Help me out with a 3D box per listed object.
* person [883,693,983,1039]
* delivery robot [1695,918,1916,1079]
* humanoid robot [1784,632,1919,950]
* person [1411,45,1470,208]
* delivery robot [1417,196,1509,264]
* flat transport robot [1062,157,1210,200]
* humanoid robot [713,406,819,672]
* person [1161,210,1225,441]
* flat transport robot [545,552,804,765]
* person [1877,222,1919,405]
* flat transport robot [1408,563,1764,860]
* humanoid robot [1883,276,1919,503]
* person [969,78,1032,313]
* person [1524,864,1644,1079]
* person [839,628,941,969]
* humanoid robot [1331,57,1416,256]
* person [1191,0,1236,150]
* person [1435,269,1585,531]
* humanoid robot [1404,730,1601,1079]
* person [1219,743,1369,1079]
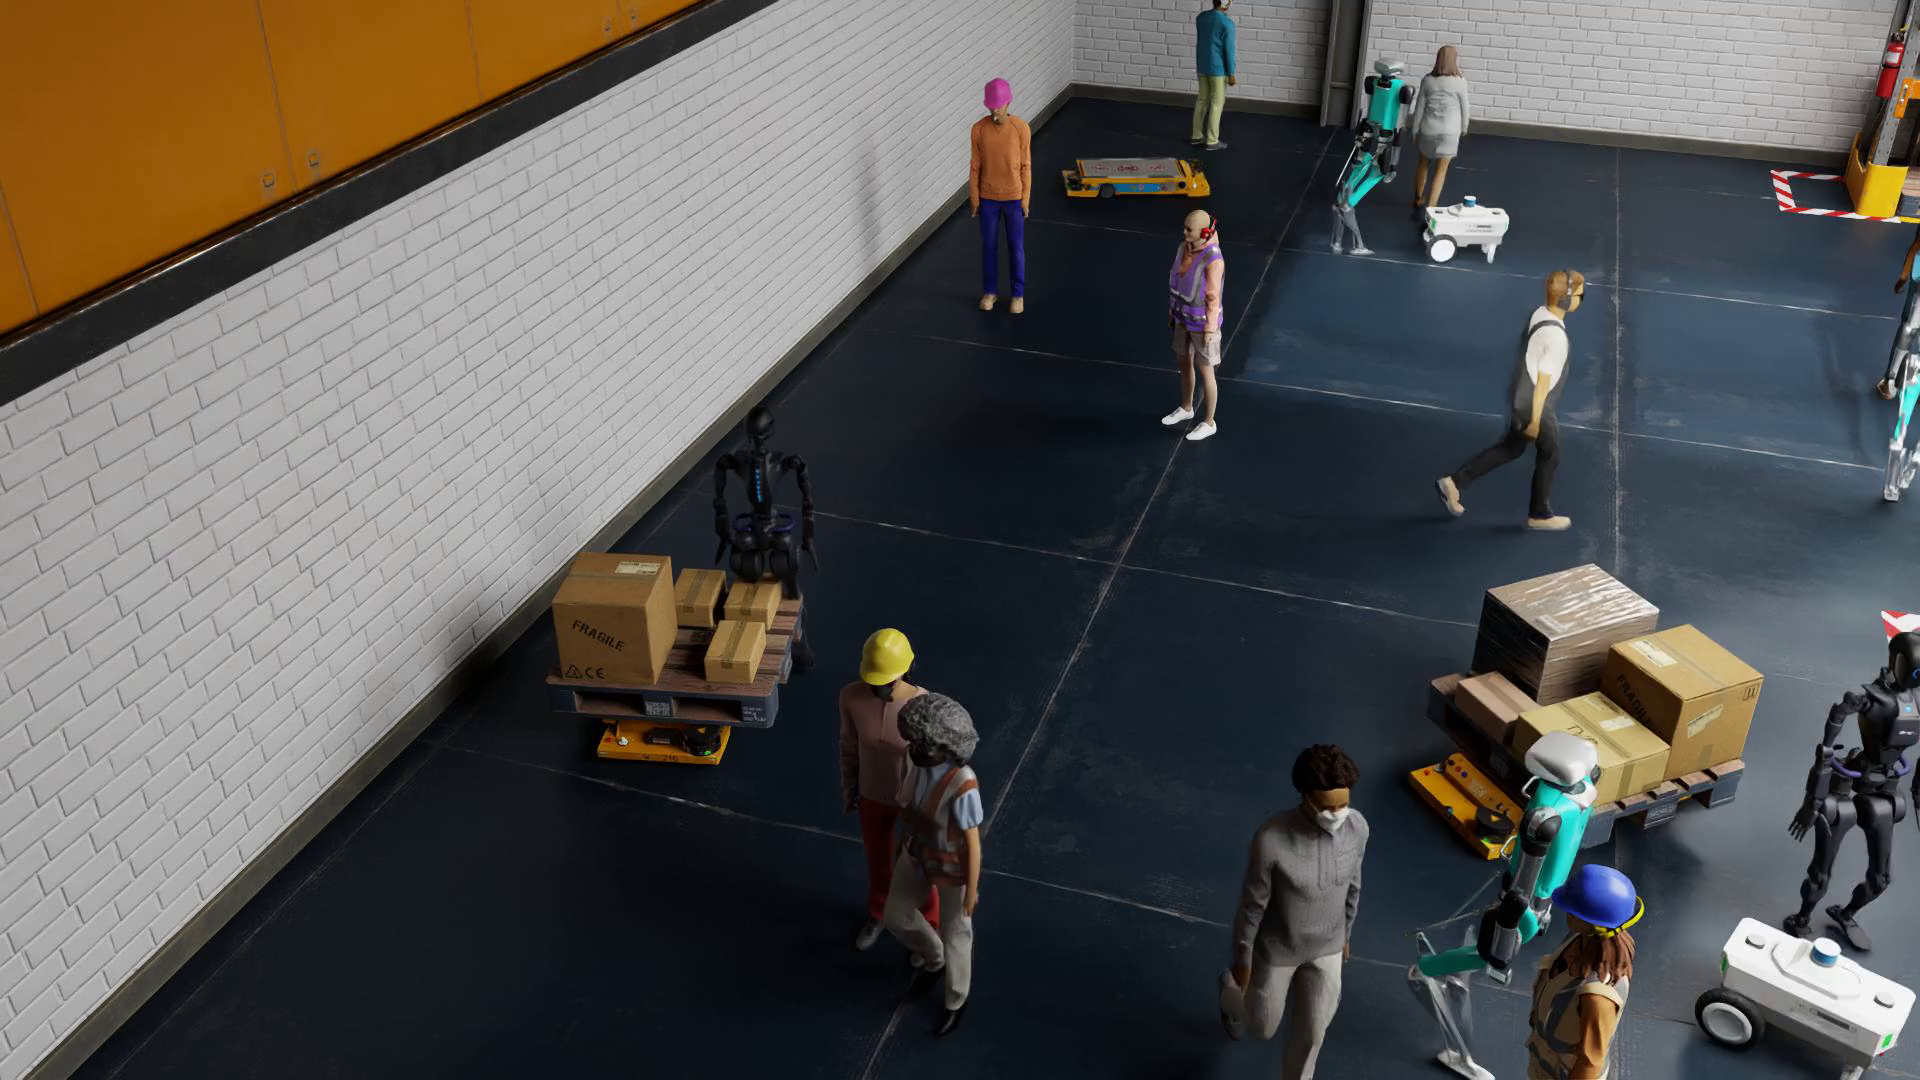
[{"bbox_3d":[-0.094,1.344,6.938,0.336,1.679,0.496,-26,39,-36],"label":"person"},{"bbox_3d":[3.575,1.932,7.071,0.781,0.610,0.516,24,38,34],"label":"delivery robot"},{"bbox_3d":[3.976,1.125,7.314,0.591,1.652,0.327,-2,31,-4],"label":"humanoid robot"},{"bbox_3d":[4.579,-3.909,15.918,0.498,1.631,0.675,14,33,23],"label":"person"},{"bbox_3d":[4.568,-2.822,15.162,0.785,0.613,0.525,1,30,2],"label":"delivery robot"},{"bbox_3d":[1.776,-3.669,16.867,1.431,0.231,0.659,-1,30,-2],"label":"flat transport robot"},{"bbox_3d":[-1.080,0.014,9.220,0.588,1.649,0.324,0,30,-1],"label":"humanoid robot"},{"bbox_3d":[1.675,-1.541,11.849,0.352,1.685,0.487,-16,34,-26],"label":"person"},{"bbox_3d":[-1.527,0.750,9.350,0.659,0.231,1.431,3,31,5],"label":"flat transport robot"},{"bbox_3d":[7.207,-1.893,12.270,0.528,1.866,0.398,17,35,27],"label":"person"},{"bbox_3d":[3.105,1.207,8.572,1.431,0.231,0.659,-12,33,-19],"label":"flat transport robot"},{"bbox_3d":[6.364,-0.993,10.870,0.552,1.783,0.883,13,33,20],"label":"humanoid robot"},{"bbox_3d":[0.331,-2.855,13.808,0.518,1.973,0.403,5,31,8],"label":"person"},{"bbox_3d":[2.148,1.867,5.959,0.306,1.777,0.478,7,31,11],"label":"person"},{"bbox_3d":[-0.286,1.123,7.246,0.516,1.756,0.336,10,32,16],"label":"person"},{"bbox_3d":[3.598,-3.380,14.914,0.767,1.769,0.535,-19,35,-29],"label":"humanoid robot"},{"bbox_3d":[2.737,-5.065,17.790,0.373,1.739,0.570,-20,36,-30],"label":"person"},{"bbox_3d":[3.586,-0.874,10.597,0.834,1.815,0.517,0,30,0],"label":"person"},{"bbox_3d":[2.087,1.512,6.691,0.655,1.882,0.542,22,37,32],"label":"humanoid robot"},{"bbox_3d":[1.281,1.512,6.474,0.530,1.873,0.726,-6,31,-11],"label":"person"}]
